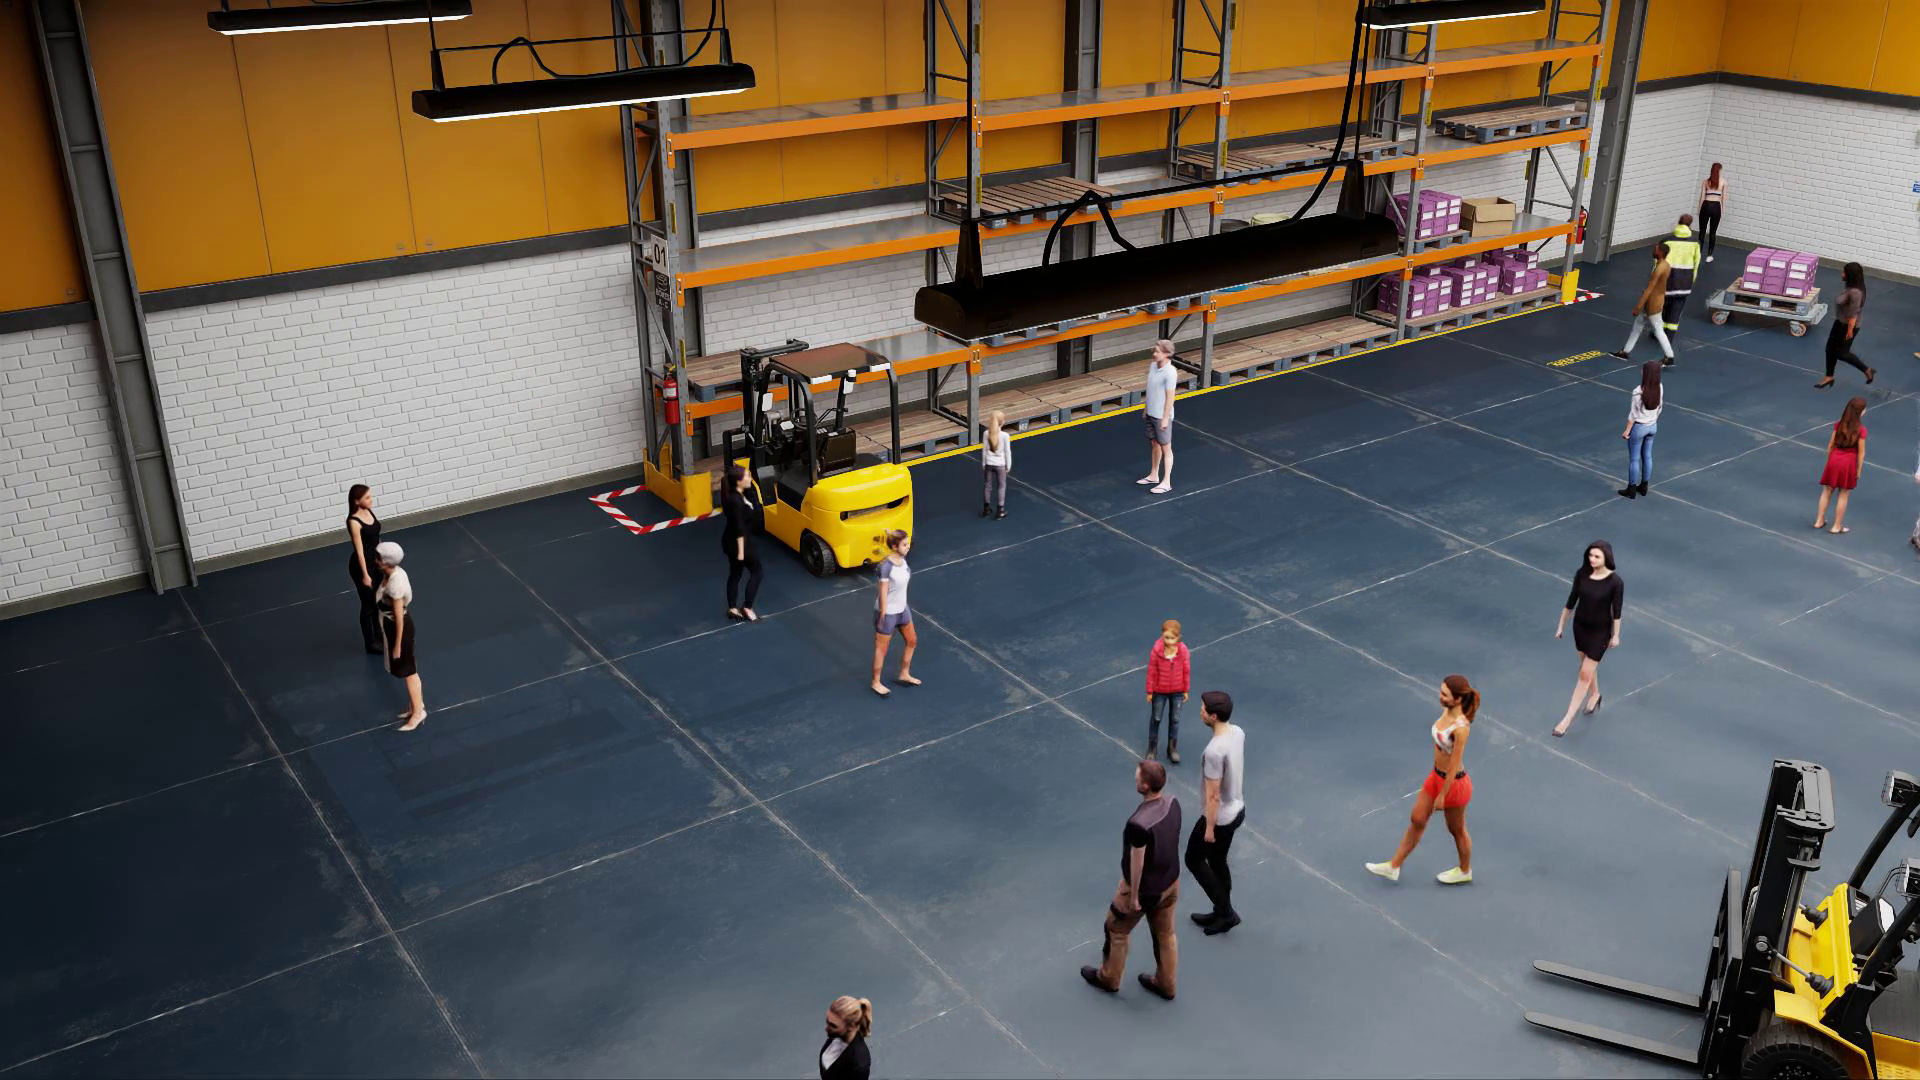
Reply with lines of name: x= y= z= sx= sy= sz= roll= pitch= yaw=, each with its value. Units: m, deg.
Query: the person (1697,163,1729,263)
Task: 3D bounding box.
person: x=13.369 y=-5.840 z=29.628 sx=0.662 sy=1.748 sz=0.678 roll=10 pitch=25 yaw=21

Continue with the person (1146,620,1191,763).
person: x=1.742 y=1.254 z=13.943 sx=0.562 sy=1.315 sz=0.651 roll=0 pitch=24 yaw=-1

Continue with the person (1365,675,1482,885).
person: x=3.660 y=1.791 z=12.160 sx=1.138 sy=1.759 sz=0.955 roll=-1 pitch=24 yaw=-3

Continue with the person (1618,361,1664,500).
person: x=7.955 y=-1.289 z=19.365 sx=0.506 sy=1.631 sz=0.700 roll=-11 pitch=26 yaw=-23

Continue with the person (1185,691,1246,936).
person: x=1.908 y=1.964 z=11.662 sx=0.903 sy=1.840 sz=0.787 roll=13 pitch=27 yaw=26

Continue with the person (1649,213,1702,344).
person: x=10.702 y=-3.893 z=24.915 sx=0.954 sy=1.958 sz=1.008 roll=6 pitch=24 yaw=13

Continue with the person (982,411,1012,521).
person: x=0.399 y=-0.850 z=18.803 sx=0.586 sy=1.277 sz=0.634 roll=8 pitch=25 yaw=18

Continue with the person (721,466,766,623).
person: x=-2.243 y=0.067 z=16.240 sx=0.660 sy=1.649 sz=0.654 roll=-9 pitch=25 yaw=-20

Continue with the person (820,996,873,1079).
person: x=-0.514 y=3.162 z=9.108 sx=0.671 sy=1.691 sz=0.696 roll=-9 pitch=25 yaw=-19

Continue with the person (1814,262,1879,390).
person: x=12.238 y=-2.869 z=22.764 sx=1.054 sy=1.804 sz=1.047 roll=9 pitch=25 yaw=19

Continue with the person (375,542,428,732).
person: x=-4.803 y=0.820 z=14.387 sx=0.643 sy=1.754 sz=0.708 roll=-7 pitch=25 yaw=-16

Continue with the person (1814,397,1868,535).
person: x=9.788 y=-0.843 z=18.442 sx=0.601 sy=1.552 sz=0.545 roll=-17 pitch=29 yaw=-34

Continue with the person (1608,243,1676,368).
person: x=10.029 y=-3.316 z=23.825 sx=1.050 sy=1.772 sz=1.194 roll=12 pitch=26 yaw=26

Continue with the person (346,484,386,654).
person: x=-5.607 y=0.259 z=15.754 sx=0.724 sy=1.688 sz=0.675 roll=2 pitch=24 yaw=5

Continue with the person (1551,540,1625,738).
person: x=5.515 y=0.818 z=14.391 sx=1.078 sy=1.754 sz=0.612 roll=-17 pitch=29 yaw=-33

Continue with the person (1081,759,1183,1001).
person: x=1.326 y=2.277 z=10.968 sx=0.852 sy=1.823 sz=0.849 roll=21 pitch=31 yaw=39

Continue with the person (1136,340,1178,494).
person: x=2.365 y=-1.476 z=19.542 sx=0.623 sy=1.832 sz=0.690 roll=-10 pitch=26 yaw=-22

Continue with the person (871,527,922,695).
person: x=-0.650 y=0.627 z=15.013 sx=0.756 sy=1.605 sz=0.692 roll=15 pitch=28 yaw=30
